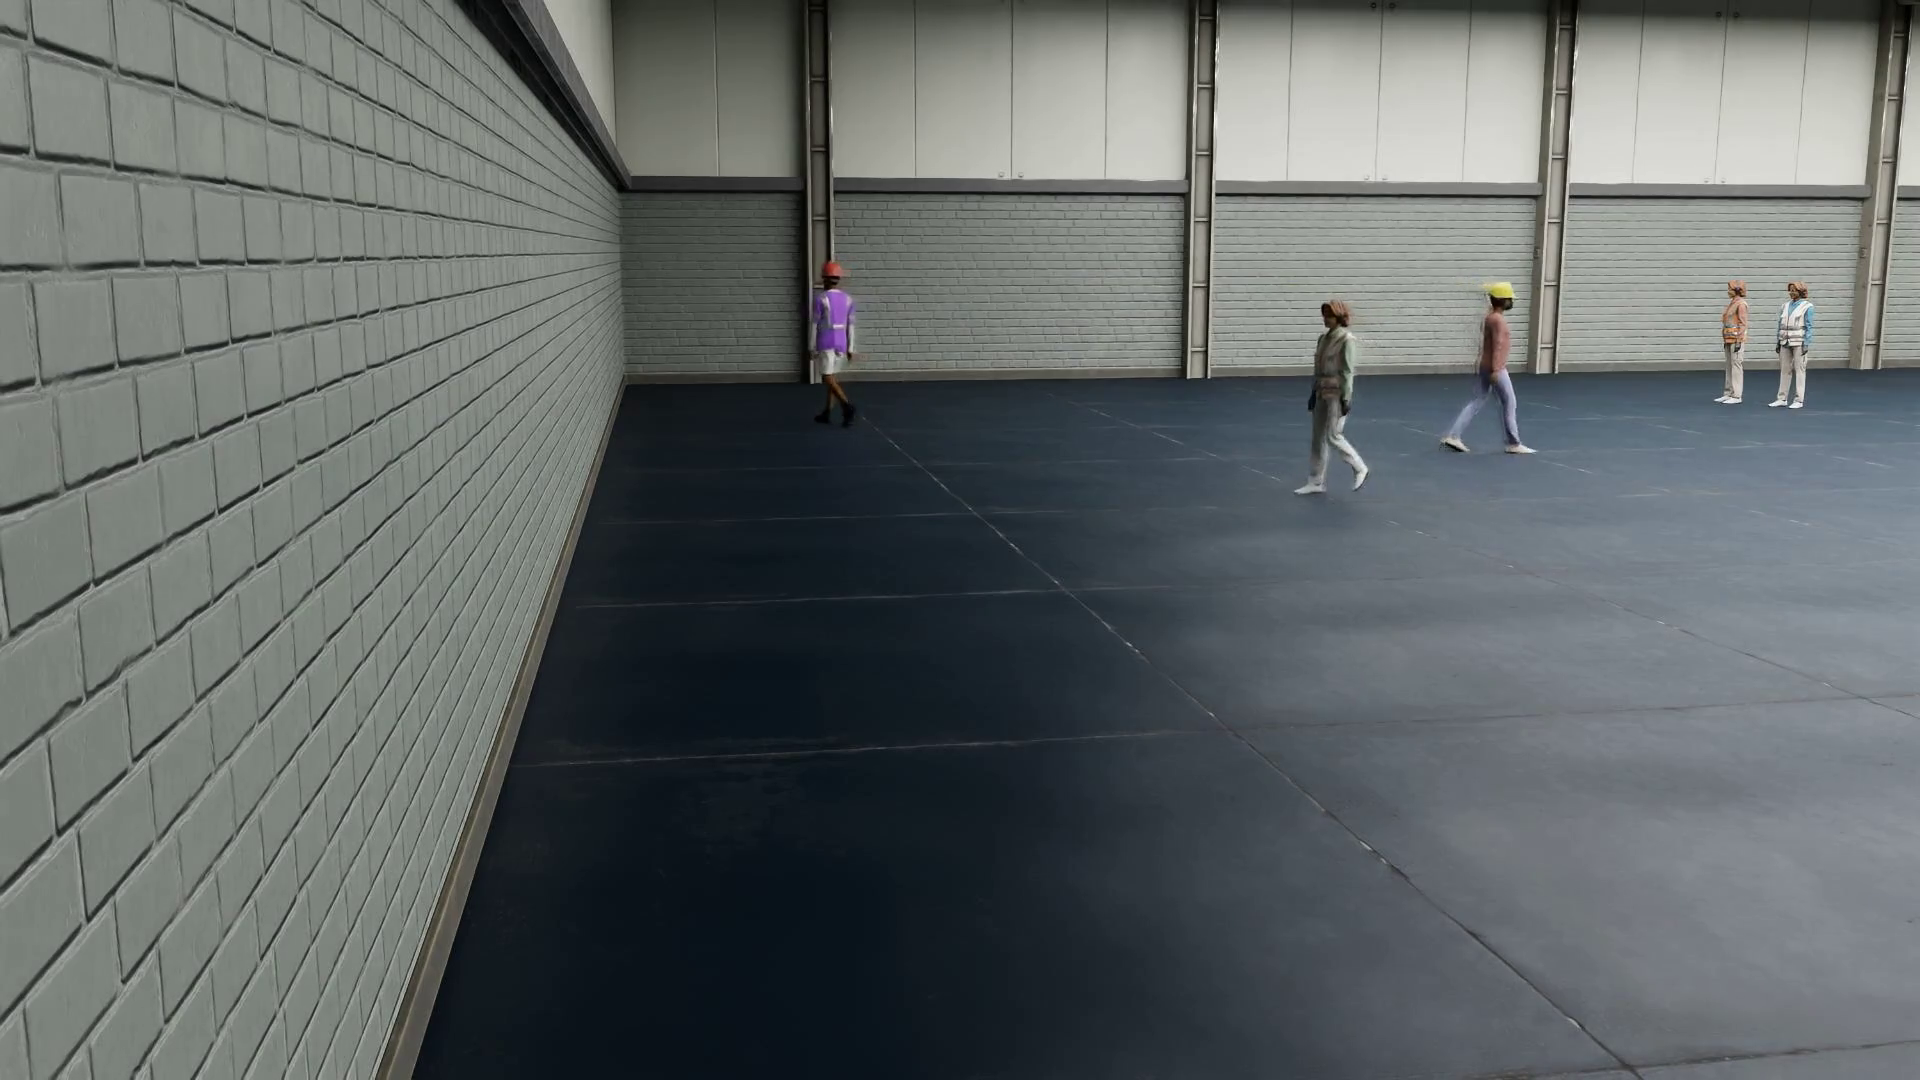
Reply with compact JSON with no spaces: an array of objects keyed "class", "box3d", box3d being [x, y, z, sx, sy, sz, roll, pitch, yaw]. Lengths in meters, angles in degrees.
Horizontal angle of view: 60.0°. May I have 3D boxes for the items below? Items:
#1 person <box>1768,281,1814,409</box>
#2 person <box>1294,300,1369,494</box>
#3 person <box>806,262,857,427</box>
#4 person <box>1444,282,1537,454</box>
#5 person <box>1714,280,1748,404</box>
[{"class":"person","box3d":[10.766,-2.516,21.483,0.307,1.640,0.520,-4,11,-21]},{"class":"person","box3d":[3.088,-1.176,13.799,0.533,1.628,0.535,-3,10,-15]},{"class":"person","box3d":[-1.459,-2.270,19.314,0.544,1.908,0.859,-9,13,-43]},{"class":"person","box3d":[5.326,-1.721,16.661,0.884,1.724,0.532,1,10,4]},{"class":"person","box3d":[10.296,-2.628,22.129,0.310,1.638,0.522,1,10,7]}]
